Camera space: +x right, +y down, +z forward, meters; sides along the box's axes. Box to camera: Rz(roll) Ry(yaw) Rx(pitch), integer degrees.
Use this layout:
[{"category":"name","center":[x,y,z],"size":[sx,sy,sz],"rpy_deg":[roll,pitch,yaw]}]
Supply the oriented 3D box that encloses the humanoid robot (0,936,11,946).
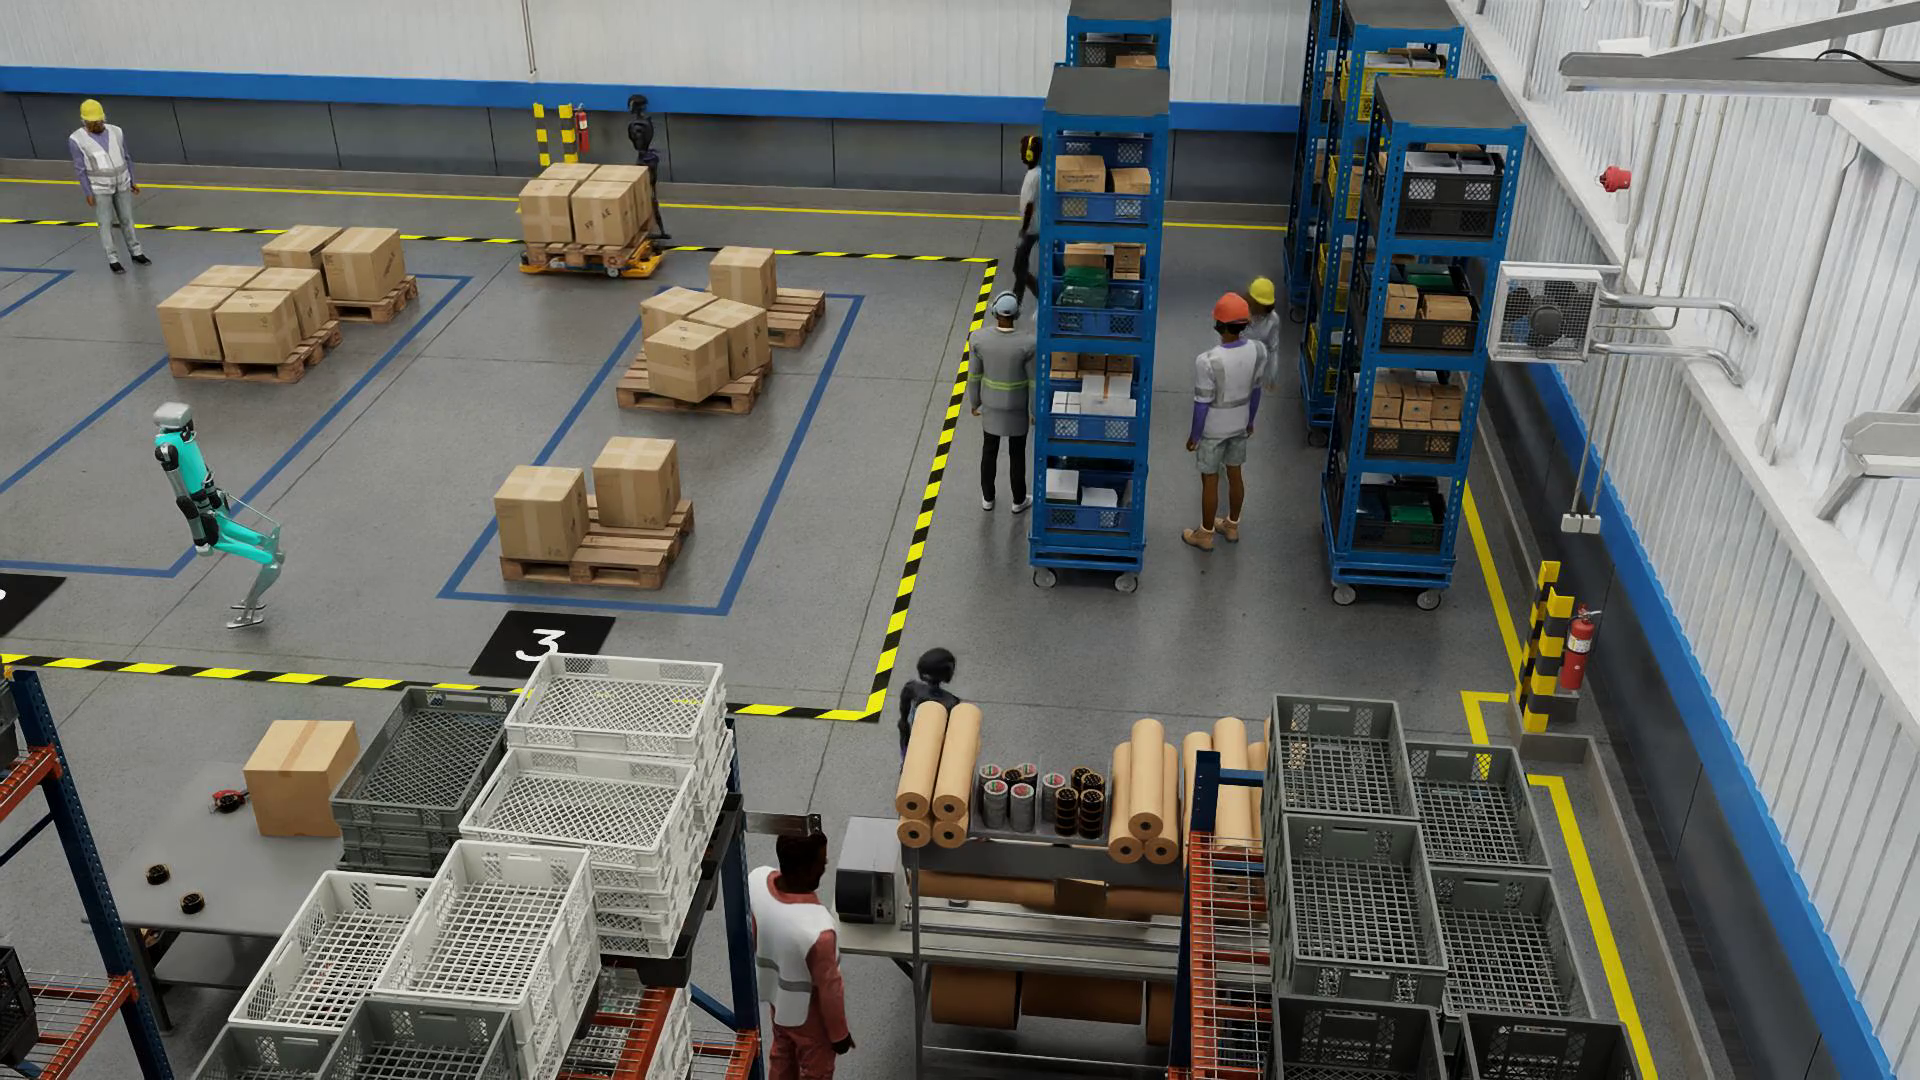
[{"category":"humanoid robot","center":[-5.545,1.680,8.357],"size":[1.037,1.746,0.546],"rpy_deg":[-19,35,-29]}]

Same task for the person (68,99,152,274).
[{"category":"person","center":[-8.965,-3.741,17.549],"size":[0.404,1.827,0.589],"rpy_deg":[21,36,32]}]

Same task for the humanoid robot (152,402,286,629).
[{"category":"humanoid robot","center":[-4.974,-0.177,11.385],"size":[0.735,1.677,0.533],"rpy_deg":[-5,31,-8]}]

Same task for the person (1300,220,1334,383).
[{"category":"person","center":[3.338,-2.272,14.989],"size":[0.329,1.866,0.526],"rpy_deg":[25,39,36]}]

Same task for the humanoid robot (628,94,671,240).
[{"category":"humanoid robot","center":[-3.485,-4.078,18.279],"size":[0.463,1.644,0.602],"rpy_deg":[-2,30,-3]}]

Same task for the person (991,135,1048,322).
[{"category":"person","center":[0.636,-3.046,16.330],"size":[0.616,1.847,0.555],"rpy_deg":[7,31,12]}]

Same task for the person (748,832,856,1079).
[{"category":"person","center":[-0.713,2.069,7.487],"size":[0.387,1.913,0.586],"rpy_deg":[-23,37,-34]}]

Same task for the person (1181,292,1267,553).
[{"category":"person","center":[1.950,-0.870,12.406],"size":[0.607,2.043,0.374],"rpy_deg":[-16,34,-26]}]

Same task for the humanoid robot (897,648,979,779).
[{"category":"humanoid robot","center":[-0.115,1.310,9.040],"size":[0.609,1.650,0.496],"rpy_deg":[25,38,35]}]

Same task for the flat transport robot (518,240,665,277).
[{"category":"flat transport robot","center":[-3.964,-3.066,17.912],"size":[1.431,0.197,0.652],"rpy_deg":[3,30,6]}]

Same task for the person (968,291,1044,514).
[{"category":"person","center":[0.360,-1.070,12.936],"size":[0.596,1.852,0.361],"rpy_deg":[8,31,13]}]

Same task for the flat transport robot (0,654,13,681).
[{"category":"flat transport robot","center":[-7.142,0.969,11.010],"size":[1.431,0.231,0.659],"rpy_deg":[3,30,6]}]

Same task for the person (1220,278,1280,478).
[{"category":"person","center":[2.352,-1.298,13.462],"size":[0.501,1.702,0.774],"rpy_deg":[-8,31,-13]}]

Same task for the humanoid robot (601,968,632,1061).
[{"category":"humanoid robot","center":[-1.573,2.208,7.455],"size":[0.668,1.829,0.552],"rpy_deg":[6,31,10]}]
